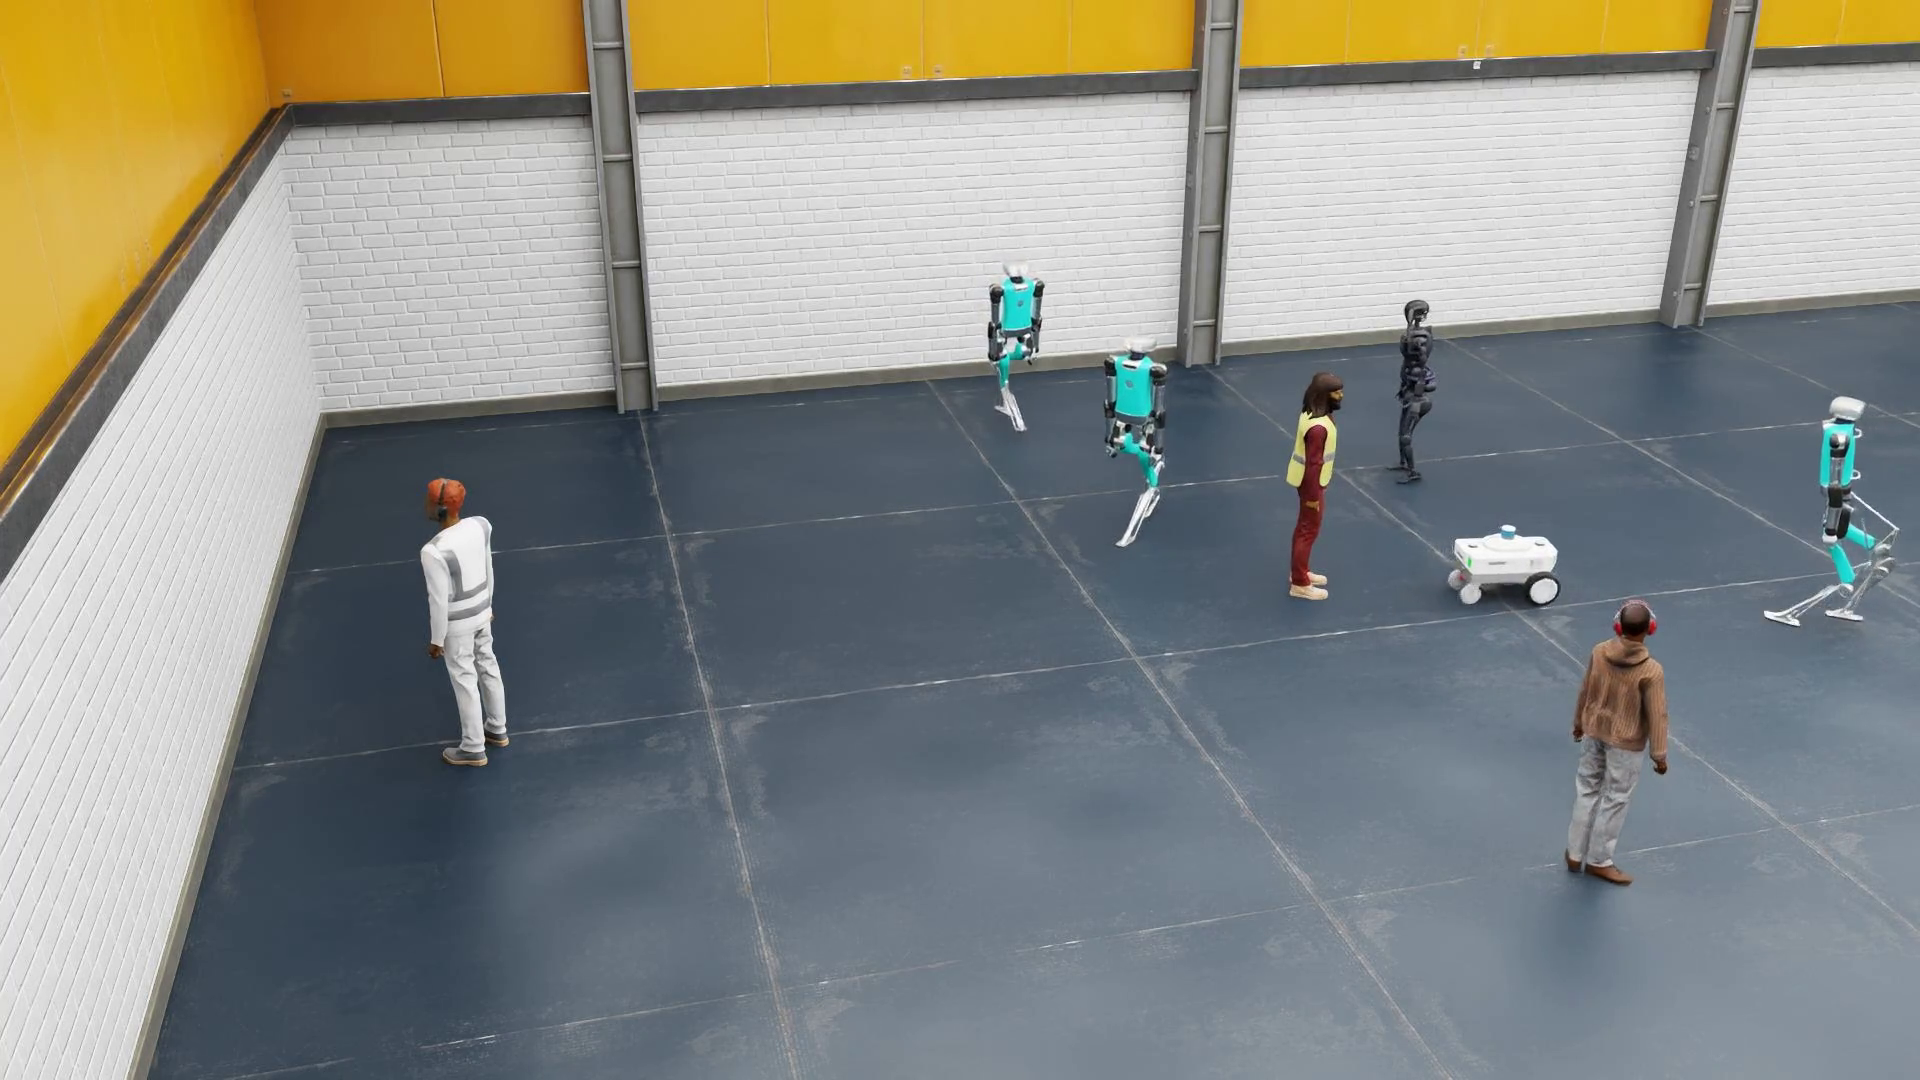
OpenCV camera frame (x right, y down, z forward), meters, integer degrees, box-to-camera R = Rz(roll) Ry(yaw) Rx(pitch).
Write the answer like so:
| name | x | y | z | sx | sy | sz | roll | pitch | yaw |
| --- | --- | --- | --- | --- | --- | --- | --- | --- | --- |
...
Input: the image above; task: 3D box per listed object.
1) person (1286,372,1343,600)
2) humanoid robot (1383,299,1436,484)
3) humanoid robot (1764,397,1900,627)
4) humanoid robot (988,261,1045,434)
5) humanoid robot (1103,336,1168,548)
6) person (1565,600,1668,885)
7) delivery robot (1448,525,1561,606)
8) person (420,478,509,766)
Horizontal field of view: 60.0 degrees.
| name | x | y | z | sx | sy | sz | roll | pitch | yaw |
| --- | --- | --- | --- | --- | --- | --- | --- | --- | --- |
| person | 2.636 | -0.413 | 12.447 | 0.382 | 1.766 | 0.462 | 5 | 24 | 11 |
| humanoid robot | 3.980 | -1.313 | 14.592 | 0.320 | 1.641 | 0.584 | -1 | 24 | -2 |
| humanoid robot | 6.374 | -0.132 | 11.861 | 0.909 | 1.767 | 0.542 | 11 | 26 | 23 |
| humanoid robot | 0.432 | -1.848 | 15.736 | 0.547 | 1.723 | 1.027 | -9 | 25 | -19 |
| humanoid robot | 1.547 | -0.887 | 13.592 | 0.530 | 1.777 | 0.995 | 14 | 27 | 29 |
| person | 3.610 | 1.114 | 9.135 | 0.329 | 1.640 | 0.544 | -18 | 29 | -35 |
| delivery robot | 4.138 | 0.187 | 12.595 | 0.801 | 0.607 | 0.499 | -2 | 24 | -4 |
| person | -3.062 | 0.497 | 10.228 | 0.356 | 1.884 | 0.573 | 9 | 25 | 19 |
